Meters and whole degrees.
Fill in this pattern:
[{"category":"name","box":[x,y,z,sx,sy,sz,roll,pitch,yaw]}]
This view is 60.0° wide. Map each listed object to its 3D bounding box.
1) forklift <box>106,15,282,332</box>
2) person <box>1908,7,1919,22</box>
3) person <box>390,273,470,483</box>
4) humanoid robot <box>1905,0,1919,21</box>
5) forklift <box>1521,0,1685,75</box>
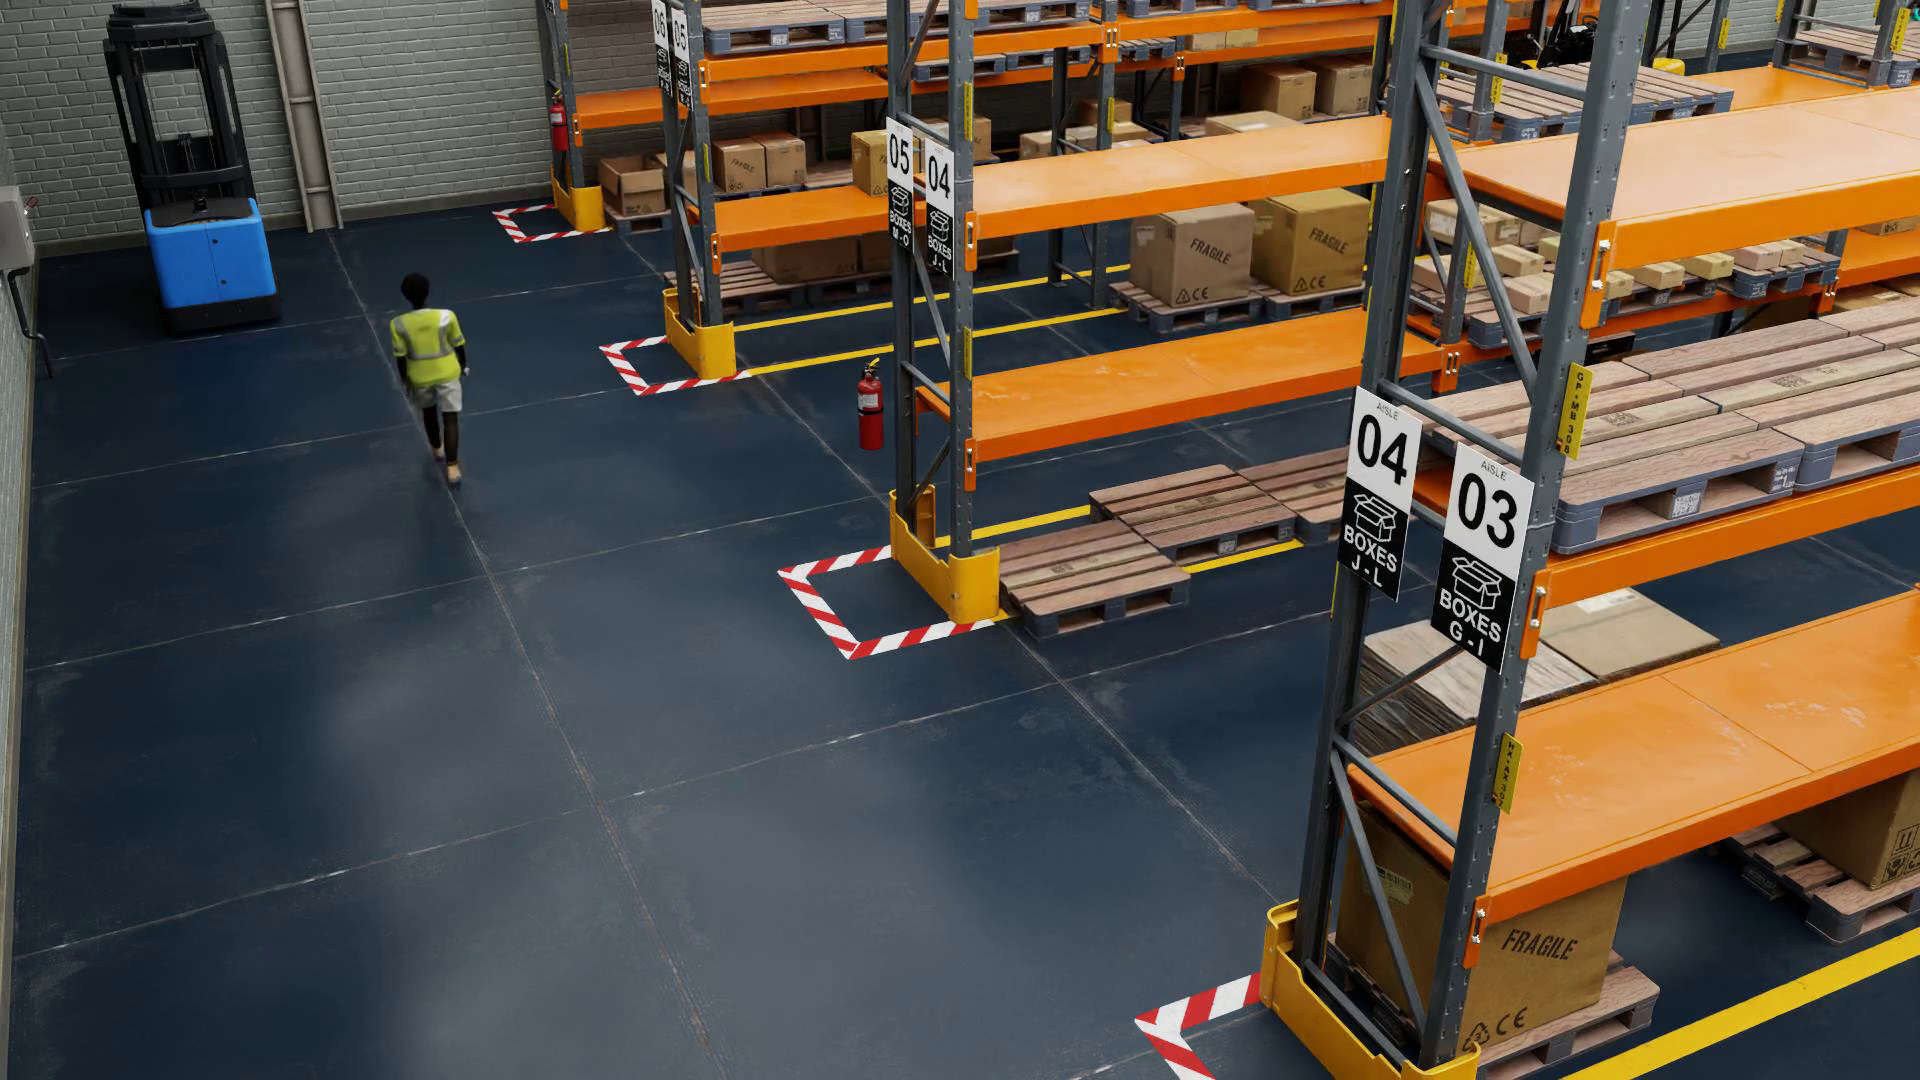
[{"category":"forklift","box":[-7.548,-3.672,16.323,1.129,2.768,1.873,-12,30,-22]},{"category":"person","box":[15.880,-8.971,27.541,1.023,1.888,0.631,-10,29,-18]},{"category":"person","box":[-4.139,-1.299,13.075,0.532,1.659,0.830,-3,28,-6]},{"category":"humanoid robot","box":[15.642,-8.553,26.916,1.041,1.744,0.560,-17,32,-29]},{"category":"forklift","box":[8.950,-6.807,23.056,1.214,2.155,2.313,-12,30,-22]}]
